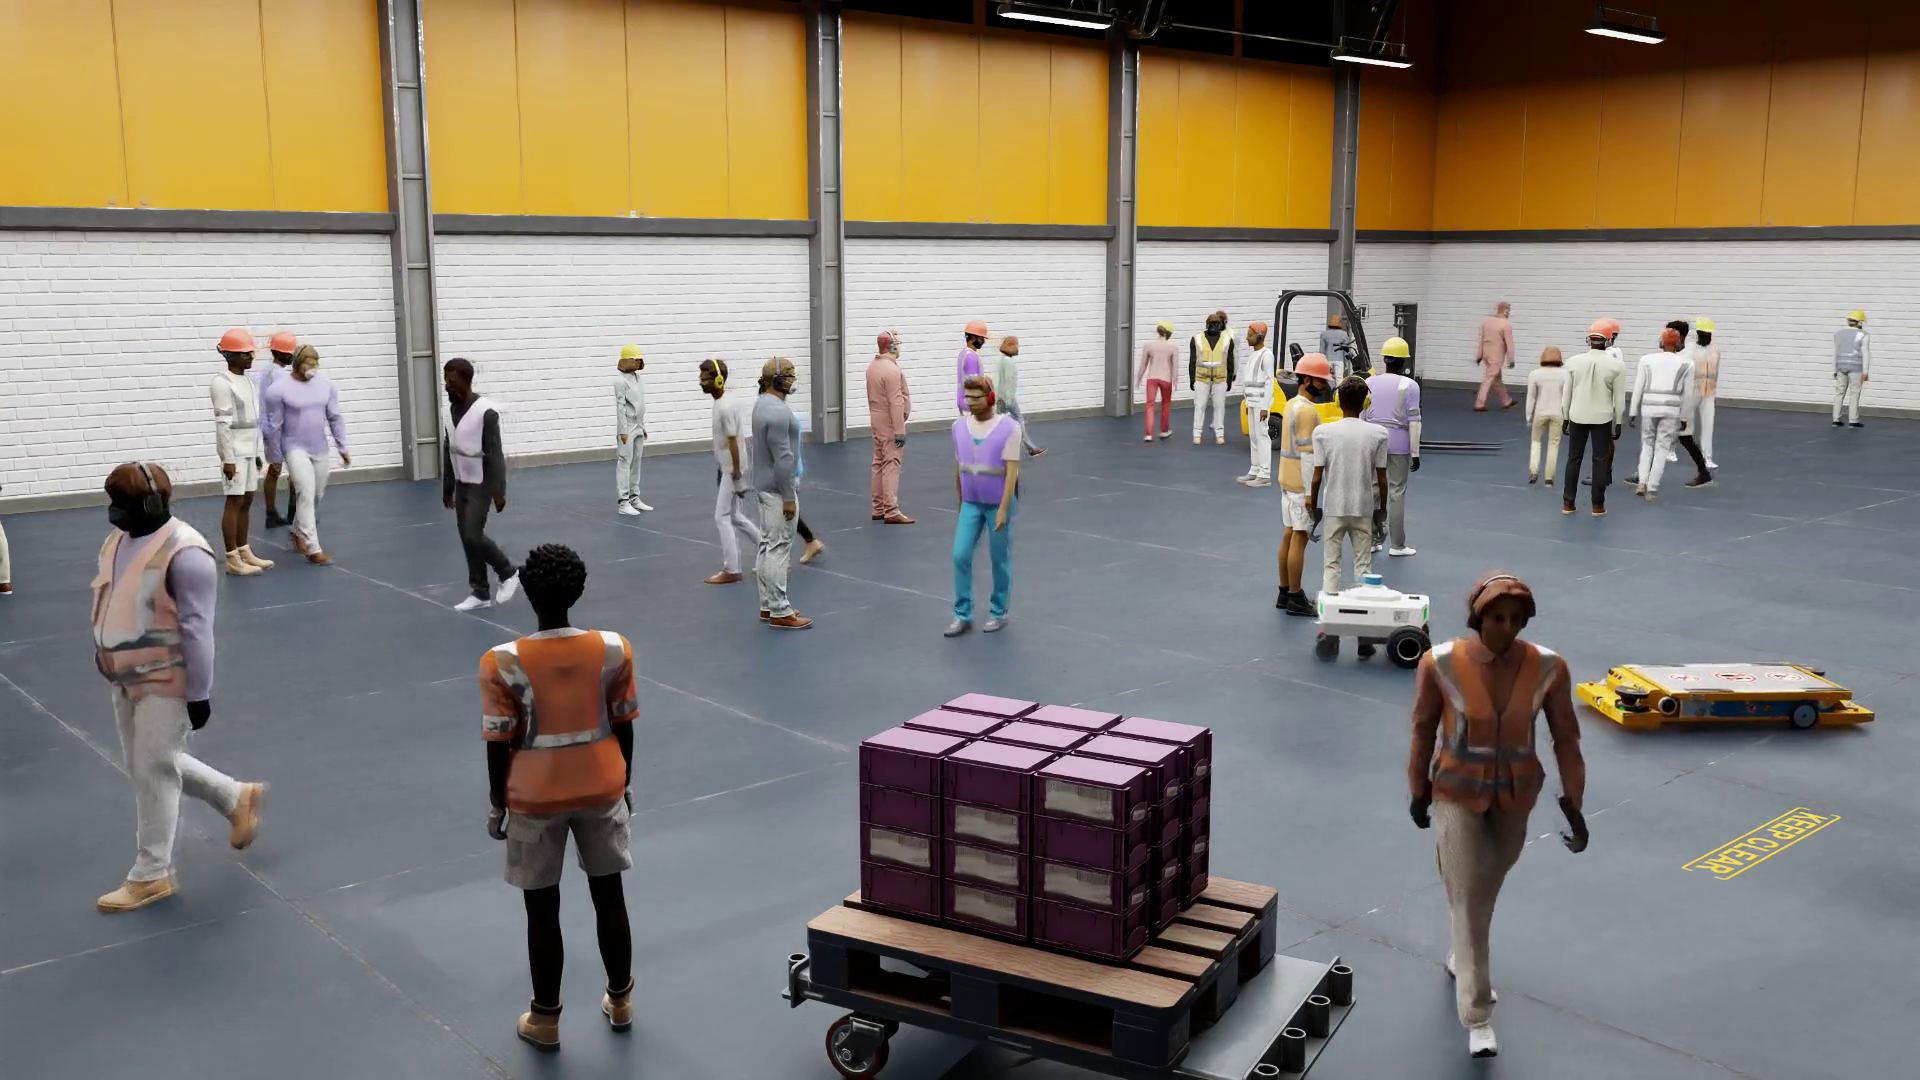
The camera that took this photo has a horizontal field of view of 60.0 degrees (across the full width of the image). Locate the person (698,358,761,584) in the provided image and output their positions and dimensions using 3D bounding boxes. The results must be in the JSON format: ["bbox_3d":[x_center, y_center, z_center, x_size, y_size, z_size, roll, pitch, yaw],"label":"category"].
[{"bbox_3d":[-1.765,-0.552,13.399,0.643,1.836,0.545,-2,10,-10],"label":"person"}]

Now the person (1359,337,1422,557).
[{"bbox_3d":[3.787,-0.815,14.646,0.588,1.927,0.365,9,13,42],"label":"person"}]

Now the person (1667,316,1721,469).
[{"bbox_3d":[9.265,-1.876,20.962,0.598,1.896,0.898,-2,10,-11],"label":"person"}]

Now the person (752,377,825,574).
[{"bbox_3d":[-1.458,-0.568,13.949,0.698,1.672,0.547,-5,11,-27],"label":"person"}]

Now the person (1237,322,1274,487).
[{"bbox_3d":[3.420,-1.553,19.091,0.337,1.882,0.585,-2,10,-9],"label":"person"}]

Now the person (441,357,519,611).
[{"bbox_3d":[-3.601,-0.409,12.350,0.624,1.897,0.459,8,13,40],"label":"person"}]

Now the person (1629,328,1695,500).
[{"bbox_3d":[7.614,-1.363,18.053,0.605,1.855,0.598,5,11,28],"label":"person"}]

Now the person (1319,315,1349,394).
[{"bbox_3d":[6.425,-3.050,28.588,0.507,1.632,0.265,3,10,17],"label":"person"}]

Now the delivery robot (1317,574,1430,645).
[{"bbox_3d":[2.694,0.469,10.866,0.707,0.478,0.477,2,10,13],"label":"delivery robot"}]

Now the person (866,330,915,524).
[{"bbox_3d":[-0.684,-1.116,16.452,0.409,1.913,0.651,-4,11,-24],"label":"person"}]

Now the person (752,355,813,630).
[{"bbox_3d":[-1.283,-0.336,11.804,0.372,1.940,0.632,-3,10,-19],"label":"person"}]

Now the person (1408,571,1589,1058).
[{"bbox_3d":[1.795,0.897,5.584,0.537,1.581,0.870,0,10,2],"label":"person"}]

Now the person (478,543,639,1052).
[{"bbox_3d":[-1.322,0.854,5.540,0.536,1.696,0.322,-5,11,-29],"label":"person"}]

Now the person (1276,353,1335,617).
[{"bbox_3d":[2.542,-0.408,12.256,0.374,1.930,0.542,0,10,-2],"label":"person"}]

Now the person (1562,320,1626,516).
[{"bbox_3d":[6.443,-1.232,16.932,0.619,1.989,0.396,6,11,31],"label":"person"}]

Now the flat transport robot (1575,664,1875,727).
[{"bbox_3d":[4.373,0.882,9.552,1.431,0.197,0.652,0,10,-2],"label":"flat transport robot"}]

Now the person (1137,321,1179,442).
[{"bbox_3d":[2.841,-2.272,23.826,0.591,1.709,0.880,2,10,13],"label":"person"}]

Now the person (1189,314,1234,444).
[{"bbox_3d":[3.526,-2.250,23.344,0.631,1.838,0.430,1,10,5],"label":"person"}]

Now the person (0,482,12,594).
[{"bbox_3d":[-7.576,-0.468,12.770,0.328,1.876,0.514,1,10,6],"label":"person"}]

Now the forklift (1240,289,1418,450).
[{"bbox_3d":[5.034,-2.339,22.783,2.313,2.155,1.214,3,10,16],"label":"forklift"}]

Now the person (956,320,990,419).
[{"bbox_3d":[0.151,-1.494,18.620,0.369,1.929,0.542,-2,10,-11],"label":"person"}]

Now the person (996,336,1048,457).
[{"bbox_3d":[0.714,-1.846,21.634,0.825,1.585,0.523,-2,10,-10],"label":"person"}]

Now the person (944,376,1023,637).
[{"bbox_3d":[0.138,-0.221,11.506,0.560,1.813,0.723,5,11,28],"label":"person"}]

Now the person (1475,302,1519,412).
[{"bbox_3d":[9.189,-3.106,28.279,1.014,1.846,0.663,-3,10,-19],"label":"person"}]

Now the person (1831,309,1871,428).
[{"bbox_3d":[13.700,-2.630,25.553,0.404,1.827,0.599,-6,11,-30],"label":"person"}]

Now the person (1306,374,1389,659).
[{"bbox_3d":[2.545,-0.151,10.925,0.526,1.869,0.315,2,10,10],"label":"person"}]

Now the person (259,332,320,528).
[{"bbox_3d":[-6.509,-1.055,16.094,0.558,1.907,0.656,-7,12,-36],"label":"person"}]

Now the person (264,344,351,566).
[{"bbox_3d":[-5.714,-0.761,14.437,0.927,1.900,0.637,7,12,37],"label":"person"}]

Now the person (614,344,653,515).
[{"bbox_3d":[-3.353,-1.137,17.064,0.295,1.744,0.484,3,10,16],"label":"person"}]

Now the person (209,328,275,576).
[{"bbox_3d":[-5.946,-0.729,13.802,0.396,2.042,0.610,0,10,-1],"label":"person"}]

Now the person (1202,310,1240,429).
[{"bbox_3d":[4.009,-2.643,25.688,0.622,1.818,0.810,5,11,28],"label":"person"}]

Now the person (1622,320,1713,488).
[{"bbox_3d":[8.141,-1.540,18.910,0.947,1.926,0.621,1,10,5],"label":"person"}]

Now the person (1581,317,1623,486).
[{"bbox_3d":[7.406,-1.590,19.137,0.349,1.942,0.543,6,11,32],"label":"person"}]

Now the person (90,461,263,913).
[{"bbox_3d":[-3.271,0.563,6.889,0.637,1.820,0.749,7,12,34],"label":"person"}]

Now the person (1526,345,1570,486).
[{"bbox_3d":[6.778,-1.428,19.129,0.515,1.621,0.428,3,10,19],"label":"person"}]
